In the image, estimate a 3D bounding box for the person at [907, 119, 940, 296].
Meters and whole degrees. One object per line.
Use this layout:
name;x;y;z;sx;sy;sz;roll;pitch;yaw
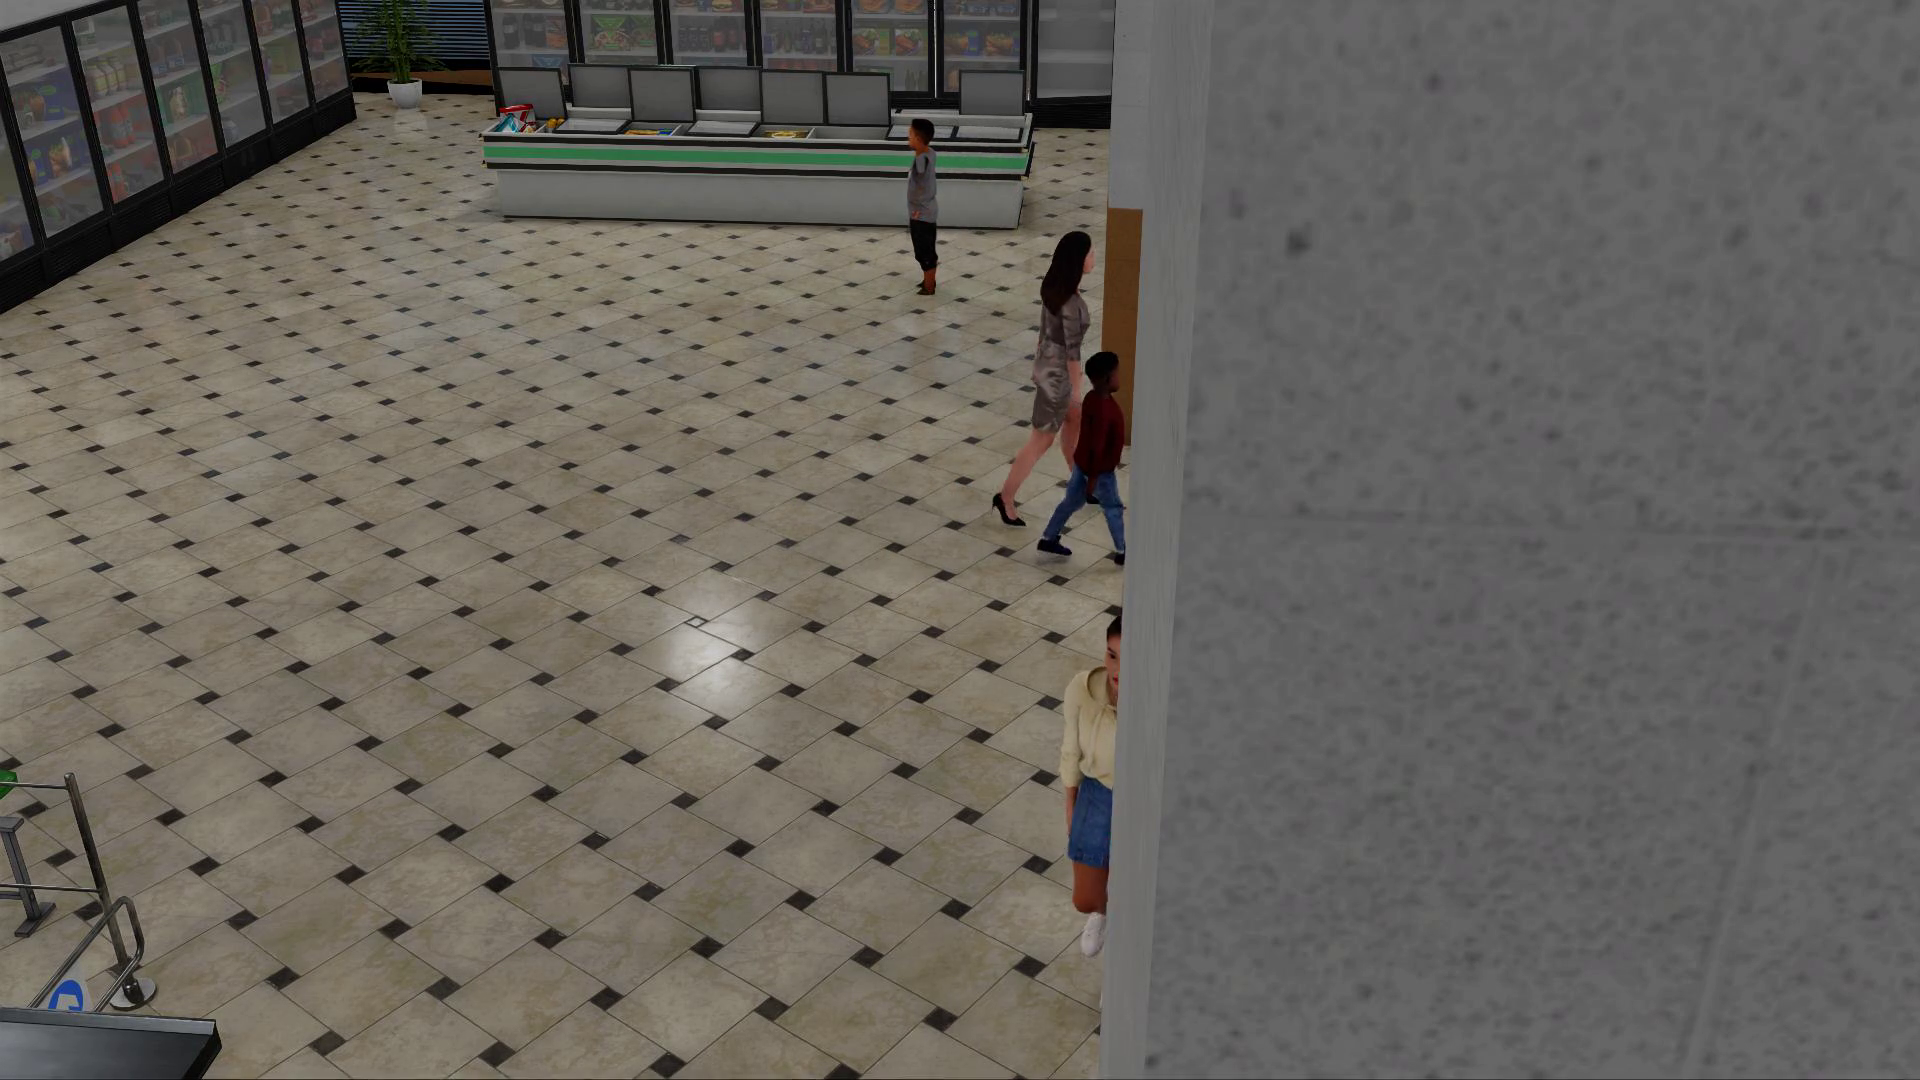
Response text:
person;-0.292;-2.688;13.252;0.493;1.456;0.573;3;27;6

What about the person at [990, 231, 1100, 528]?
person;0.491;-0.866;9.372;1.085;1.714;0.860;-6;28;-12

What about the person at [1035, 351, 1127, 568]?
person;0.668;-0.412;9.016;0.898;1.227;0.641;-4;27;-8
